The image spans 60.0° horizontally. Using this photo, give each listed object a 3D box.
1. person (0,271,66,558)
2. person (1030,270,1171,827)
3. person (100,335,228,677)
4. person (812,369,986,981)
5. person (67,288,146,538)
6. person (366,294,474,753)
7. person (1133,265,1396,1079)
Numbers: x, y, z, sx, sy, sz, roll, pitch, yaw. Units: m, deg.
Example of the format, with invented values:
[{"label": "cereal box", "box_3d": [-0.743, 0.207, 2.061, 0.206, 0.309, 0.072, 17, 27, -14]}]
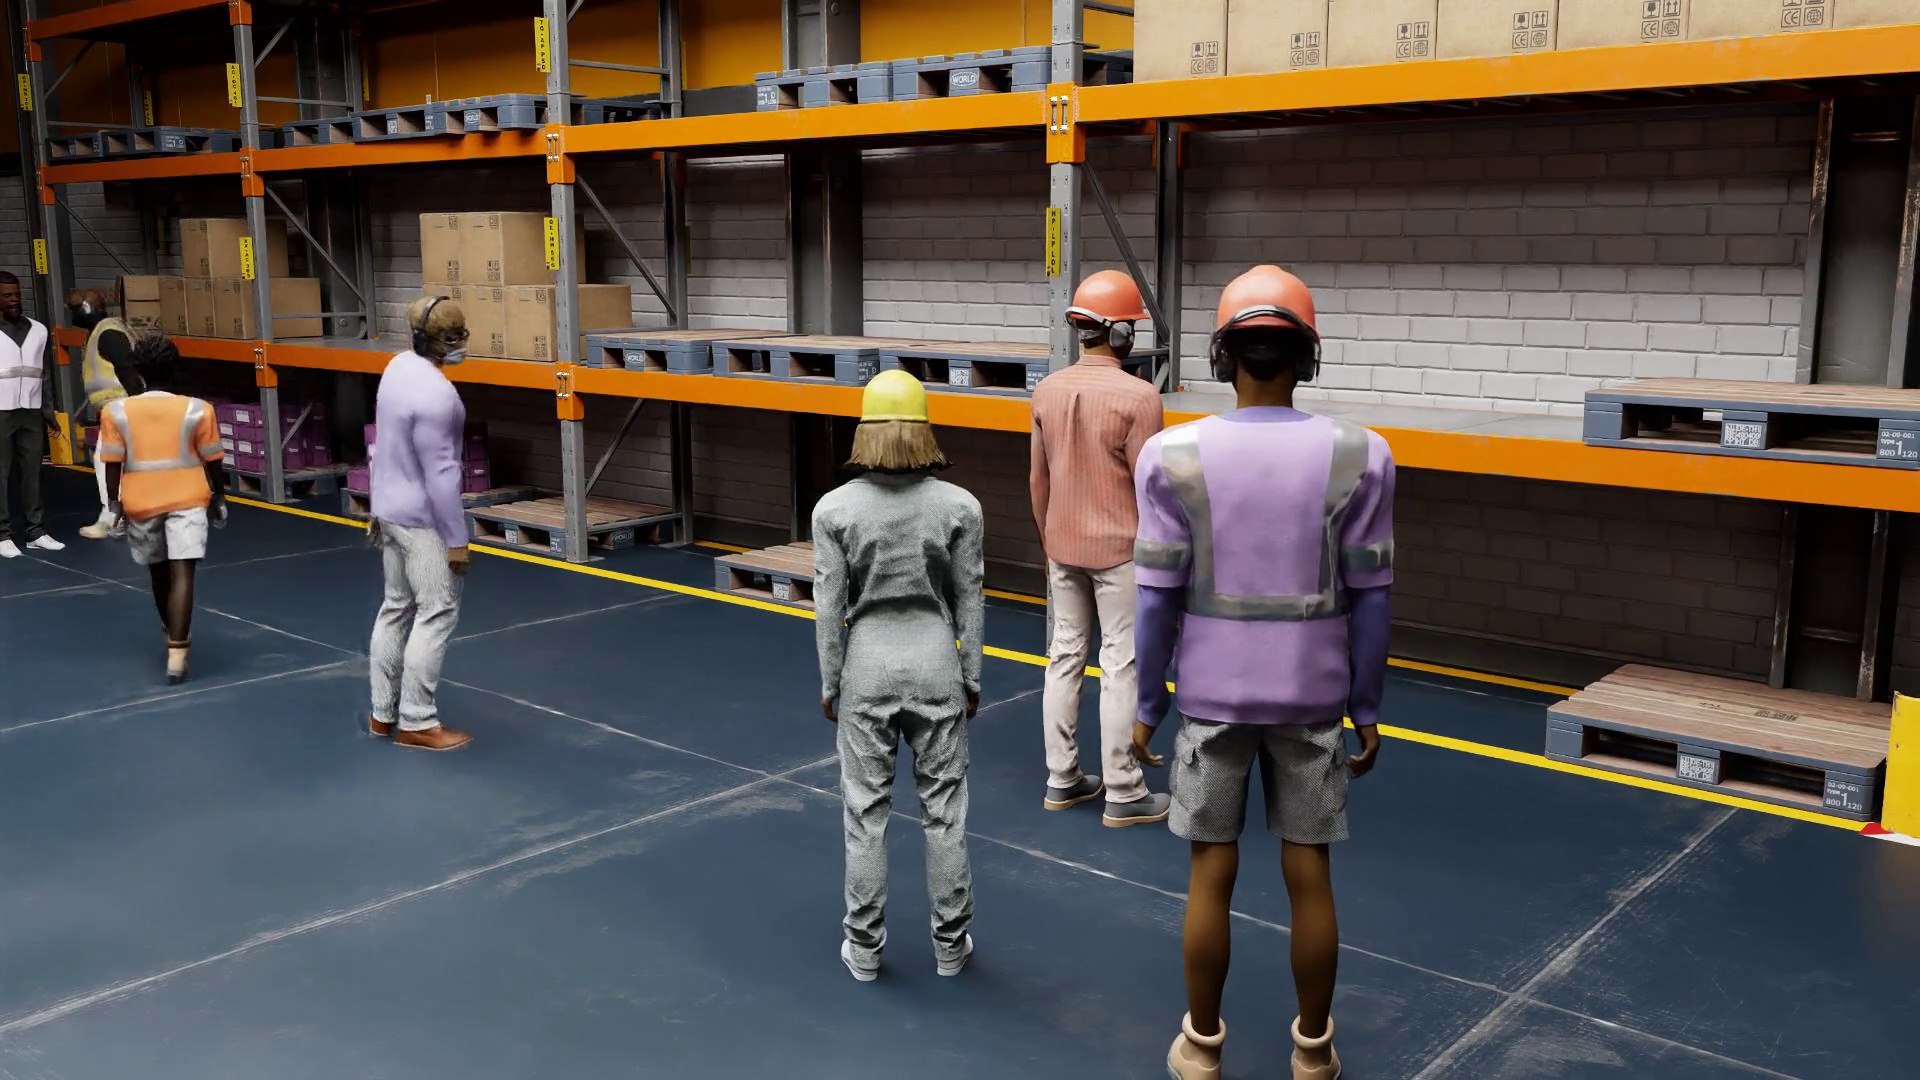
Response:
[{"label": "person", "box_3d": [-6.430, -0.855, 11.298, 0.392, 1.920, 0.588, 5, 11, 25]}, {"label": "person", "box_3d": [0.516, 0.036, 6.007, 0.611, 1.995, 0.375, 10, 14, 44]}, {"label": "person", "box_3d": [-3.893, -0.176, 8.180, 0.542, 1.650, 0.893, -3, 10, -15]}, {"label": "person", "box_3d": [-0.170, 0.390, 4.718, 0.485, 1.741, 0.302, -1, 10, -5]}, {"label": "person", "box_3d": [-6.105, -0.918, 12.036, 0.811, 1.789, 0.654, -6, 11, -29]}, {"label": "person", "box_3d": [-2.267, -0.066, 6.888, 0.434, 1.892, 0.795, -7, 12, -36]}, {"label": "person", "box_3d": [0.713, 0.370, 3.996, 0.605, 2.034, 0.389, 1, 10, 6]}]
